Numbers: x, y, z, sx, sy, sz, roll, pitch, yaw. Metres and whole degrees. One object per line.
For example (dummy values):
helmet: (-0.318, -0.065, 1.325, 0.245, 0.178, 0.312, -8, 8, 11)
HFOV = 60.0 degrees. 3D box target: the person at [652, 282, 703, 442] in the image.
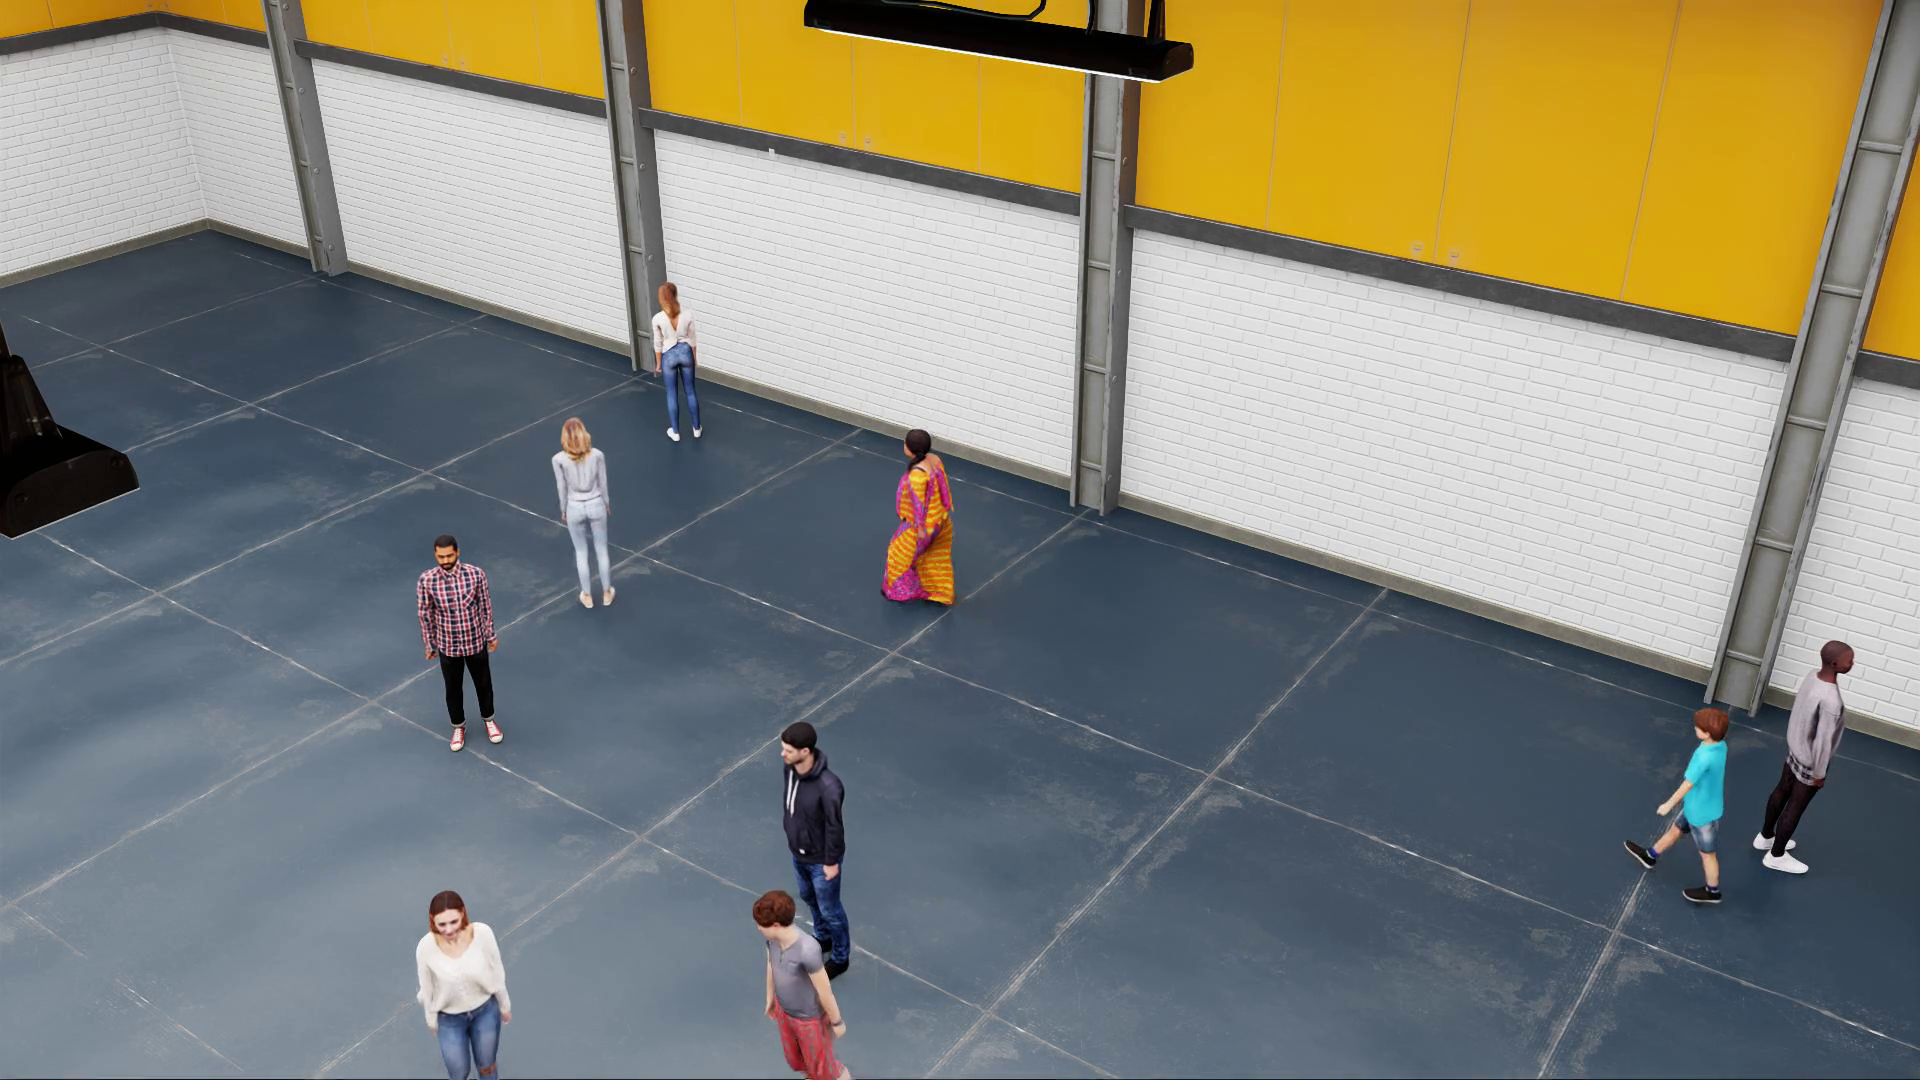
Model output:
person: (-2.961, -1.874, 17.435, 0.681, 1.720, 0.705, -9, 30, -16)

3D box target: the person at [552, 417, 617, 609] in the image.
person: (-3.231, -0.242, 14.364, 0.666, 1.796, 0.708, -7, 29, -13)

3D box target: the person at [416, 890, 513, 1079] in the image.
person: (-2.763, 2.595, 9.285, 0.784, 1.681, 0.849, -13, 31, -22)

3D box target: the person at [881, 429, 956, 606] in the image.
person: (-0.270, -0.187, 14.421, 0.939, 1.646, 0.738, 13, 31, 22)

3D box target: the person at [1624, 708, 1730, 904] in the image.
person: (5.002, 1.789, 11.043, 0.903, 1.411, 0.553, 17, 33, 28)

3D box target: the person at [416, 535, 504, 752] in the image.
person: (-3.773, 0.751, 12.581, 0.792, 1.761, 0.807, -10, 30, -18)

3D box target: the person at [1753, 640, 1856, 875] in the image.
person: (5.748, 1.442, 11.303, 0.678, 1.771, 0.692, 4, 29, 7)

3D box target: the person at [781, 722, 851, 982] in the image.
person: (-0.879, 1.902, 10.341, 0.796, 1.885, 0.623, -21, 35, -33)

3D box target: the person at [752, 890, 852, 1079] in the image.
person: (-0.811, 2.631, 9.289, 0.639, 1.613, 0.875, 16, 32, 26)
